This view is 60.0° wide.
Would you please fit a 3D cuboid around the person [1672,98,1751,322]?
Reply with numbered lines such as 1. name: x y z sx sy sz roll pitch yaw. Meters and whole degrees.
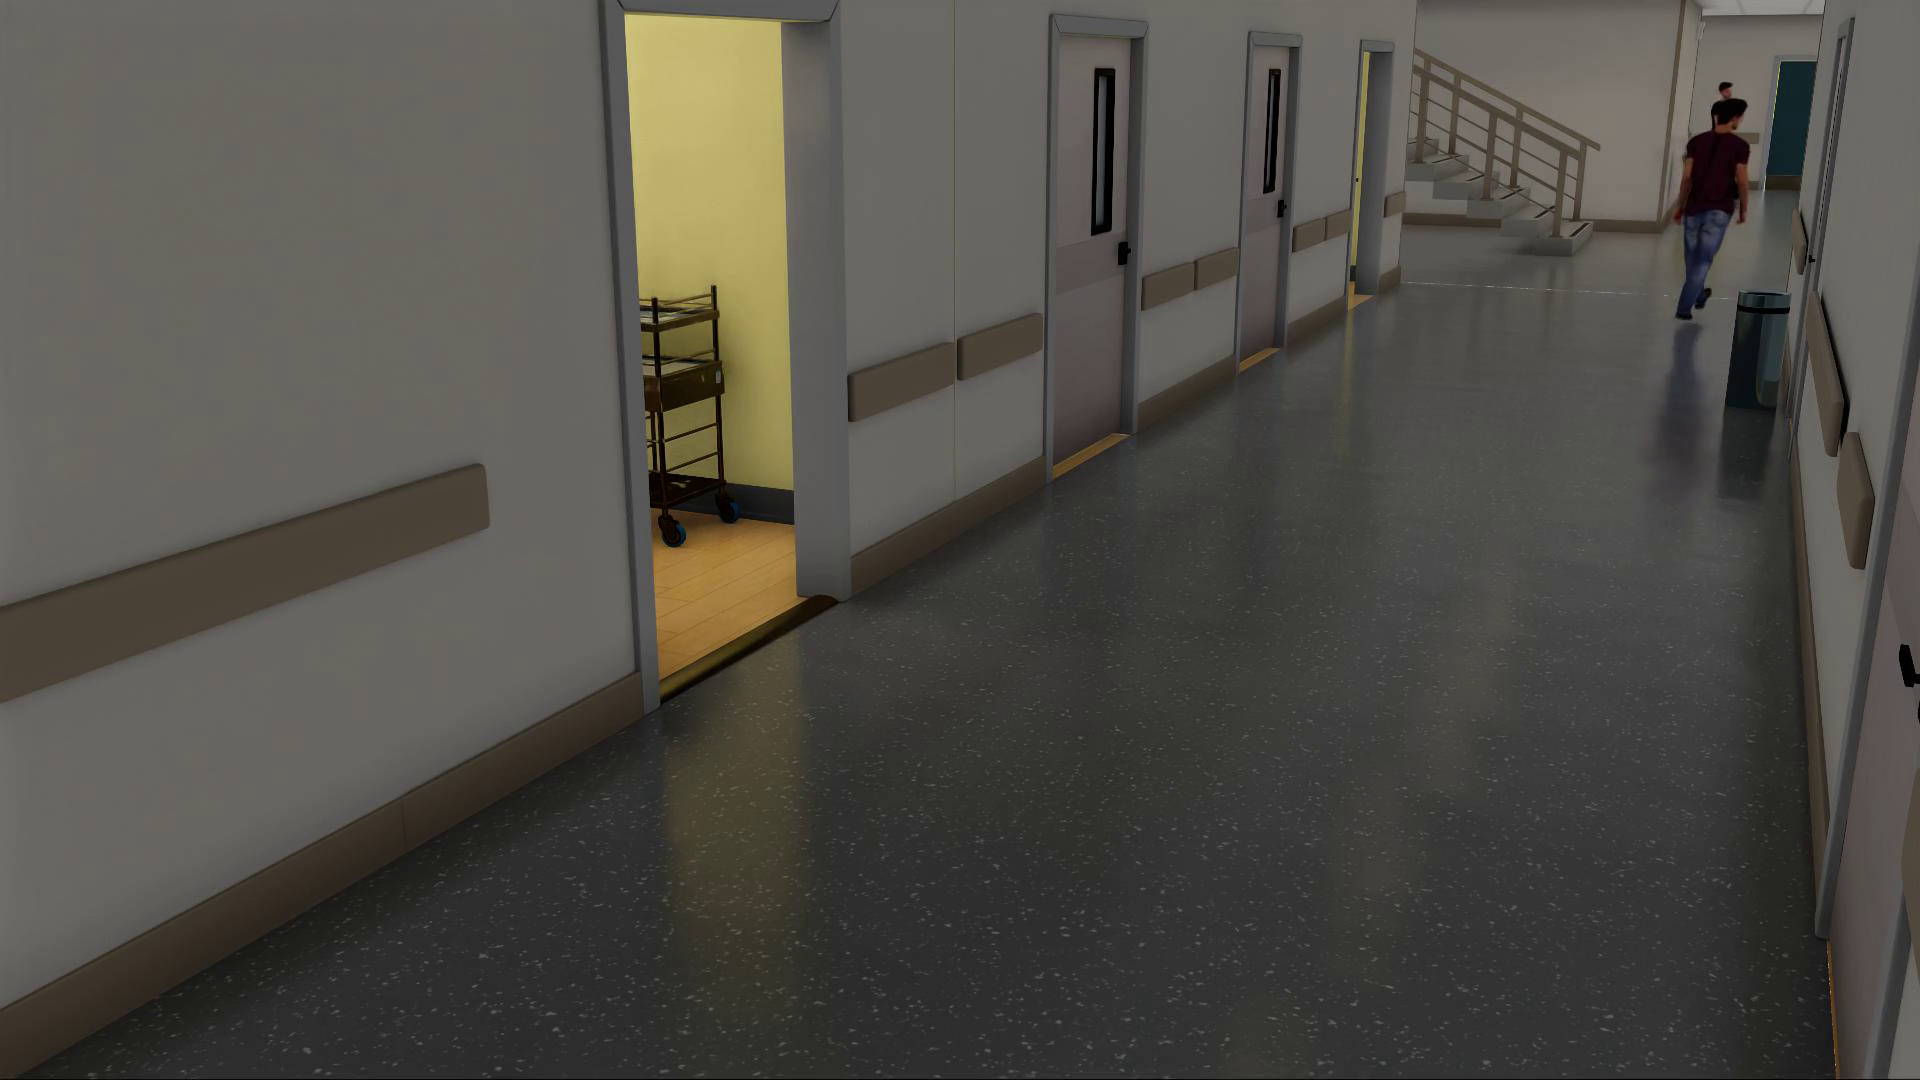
1. person: 6.161 -2.691 13.761 1.139 1.797 0.962 13 20 38

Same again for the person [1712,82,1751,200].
1. person: 12.194 -6.410 26.880 1.097 1.835 1.307 -12 19 -36
